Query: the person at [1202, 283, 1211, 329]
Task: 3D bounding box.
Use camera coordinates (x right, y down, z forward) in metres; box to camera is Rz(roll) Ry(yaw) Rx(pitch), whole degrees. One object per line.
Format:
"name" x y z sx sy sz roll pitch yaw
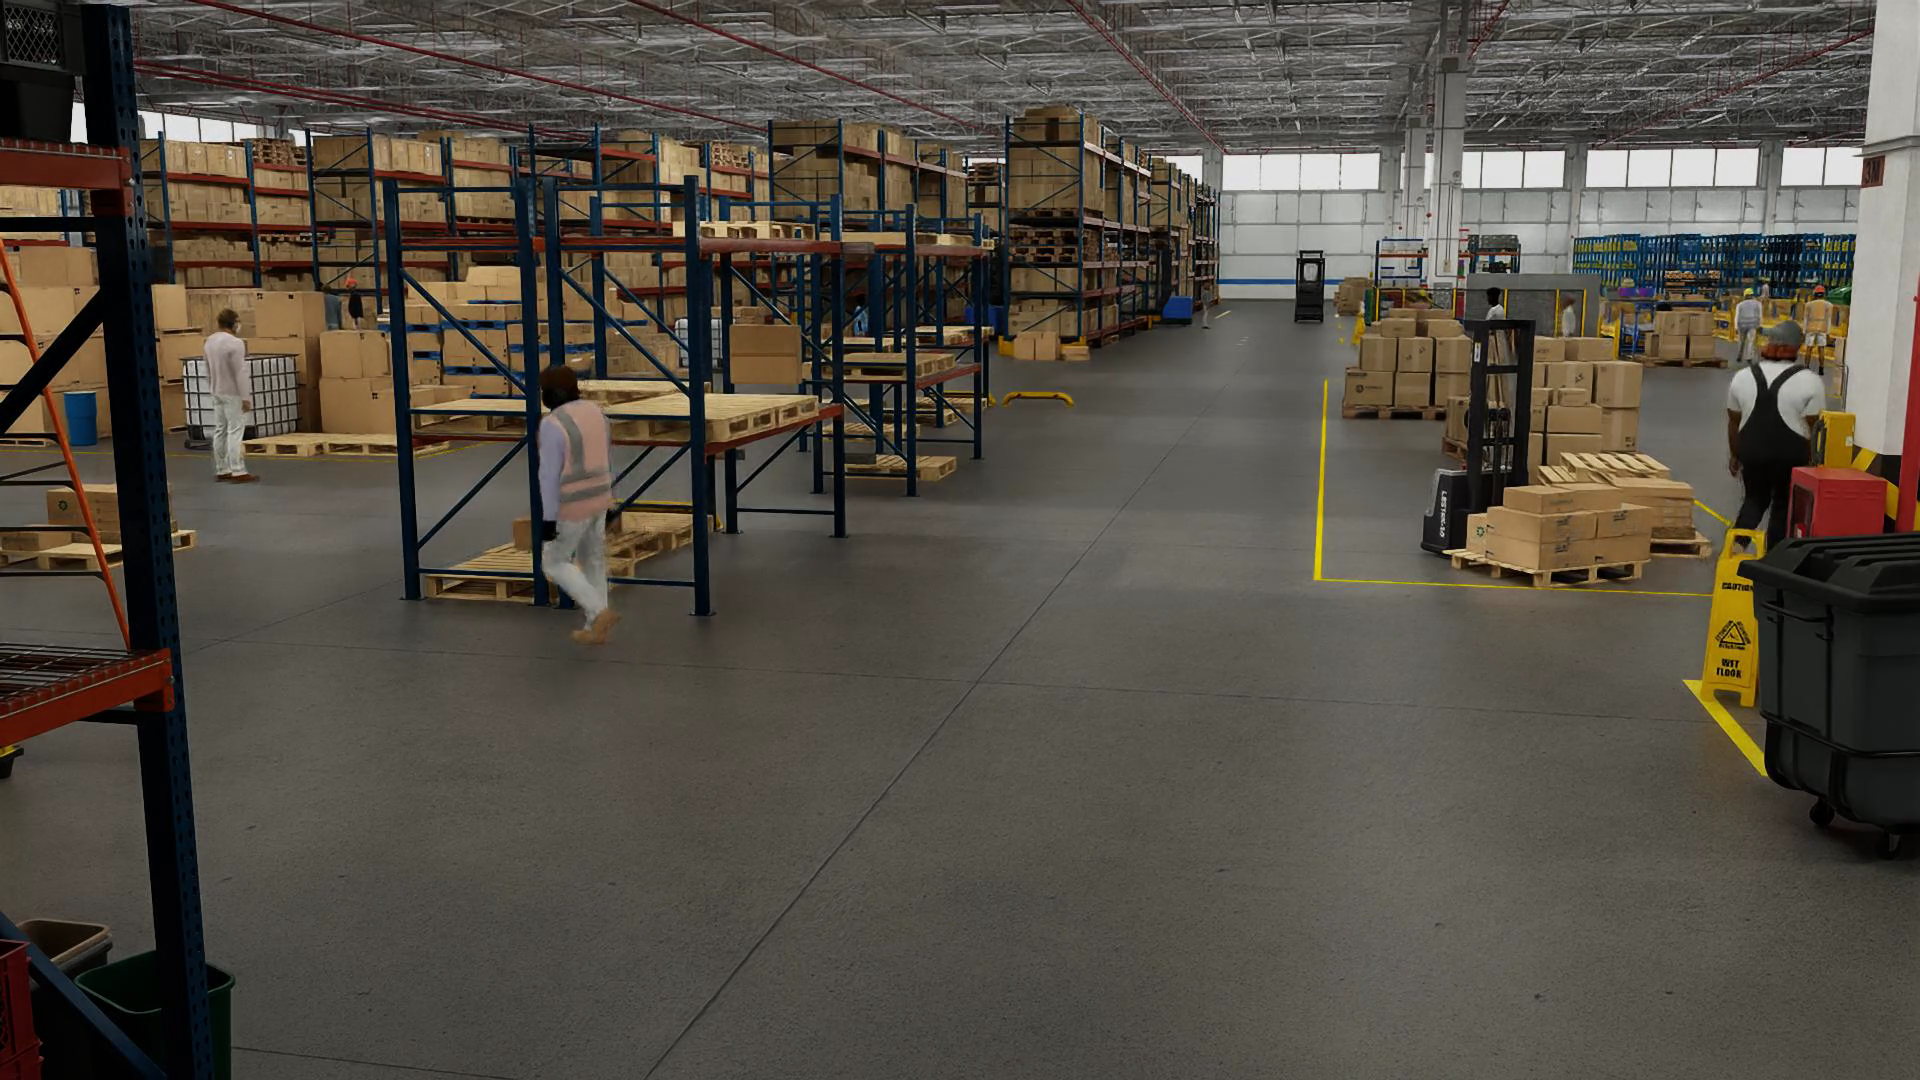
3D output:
"person" 8.783 -8.329 59.210 0.279 1.634 0.498 0 10 3

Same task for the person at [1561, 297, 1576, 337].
"person" 13.984 -4.803 38.402 0.558 1.617 0.511 3 10 15

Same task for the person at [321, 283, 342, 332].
"person" -14.588 -4.966 38.430 0.630 1.931 0.367 -7 12 -35

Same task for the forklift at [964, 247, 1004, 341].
"forklift" 0.802 -7.334 49.637 1.129 2.768 1.873 2 10 12

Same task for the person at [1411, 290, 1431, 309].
"person" 11.271 -5.241 40.694 0.530 1.730 0.847 8 12 38

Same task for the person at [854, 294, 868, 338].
"person" -2.245 -4.736 37.751 0.315 1.696 0.541 0 10 1

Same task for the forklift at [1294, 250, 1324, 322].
"forklift" 13.778 -10.002 65.433 1.129 2.768 1.873 2 10 12

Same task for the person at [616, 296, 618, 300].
"person" -8.509 -5.254 41.011 0.524 1.630 0.324 1 10 5

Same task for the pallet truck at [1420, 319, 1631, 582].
"pallet truck" 4.543 -0.757 13.299 0.823 1.965 1.885 -4 10 -22

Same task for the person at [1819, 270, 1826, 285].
"person" 42.873 -12.480 82.730 0.400 1.989 0.623 4 10 21

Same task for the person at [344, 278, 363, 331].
"person" -15.772 -5.811 43.303 0.428 1.982 0.630 -3 10 -20

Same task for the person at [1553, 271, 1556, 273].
"person" 31.065 -13.117 86.965 0.591 1.836 0.404 9 13 43

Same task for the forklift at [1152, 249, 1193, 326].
"forklift" 7.646 -9.320 61.395 1.873 2.768 1.129 2 10 11

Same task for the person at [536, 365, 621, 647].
"person" -2.398 -0.193 10.472 0.477 1.822 0.678 4 10 22

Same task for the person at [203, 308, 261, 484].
"person" -8.080 -1.588 18.396 0.633 1.936 0.355 6 11 33

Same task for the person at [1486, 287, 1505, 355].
"person" 9.930 -3.722 30.969 0.380 1.958 0.602 0 10 3

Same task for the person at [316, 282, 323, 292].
"person" -15.567 -5.331 40.619 0.593 1.920 0.391 -2 10 -12

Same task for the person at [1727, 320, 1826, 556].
"person" 6.251 -0.677 12.700 0.550 2.000 0.690 -8 13 -40

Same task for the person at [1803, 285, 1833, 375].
"person" 18.362 -4.491 35.636 0.541 1.928 0.400 4 11 25

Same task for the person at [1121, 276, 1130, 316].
"person" 5.799 -8.438 59.157 1.008 1.890 0.538 2 10 14

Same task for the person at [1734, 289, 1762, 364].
"person" 18.764 -5.085 39.615 0.591 1.781 0.961 4 10 21

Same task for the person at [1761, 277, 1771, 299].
"person" 33.778 -10.167 69.842 0.891 1.724 0.537 2 10 12

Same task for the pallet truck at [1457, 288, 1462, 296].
"pallet truck" 20.506 -9.785 68.819 0.653 1.274 1.630 2 10 12

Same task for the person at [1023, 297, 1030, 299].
"person" 2.486 -8.571 60.766 0.801 1.606 0.512 4 10 23

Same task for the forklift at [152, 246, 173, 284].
"forklift" -21.642 -6.600 45.290 1.873 2.768 1.129 -6 11 -32
